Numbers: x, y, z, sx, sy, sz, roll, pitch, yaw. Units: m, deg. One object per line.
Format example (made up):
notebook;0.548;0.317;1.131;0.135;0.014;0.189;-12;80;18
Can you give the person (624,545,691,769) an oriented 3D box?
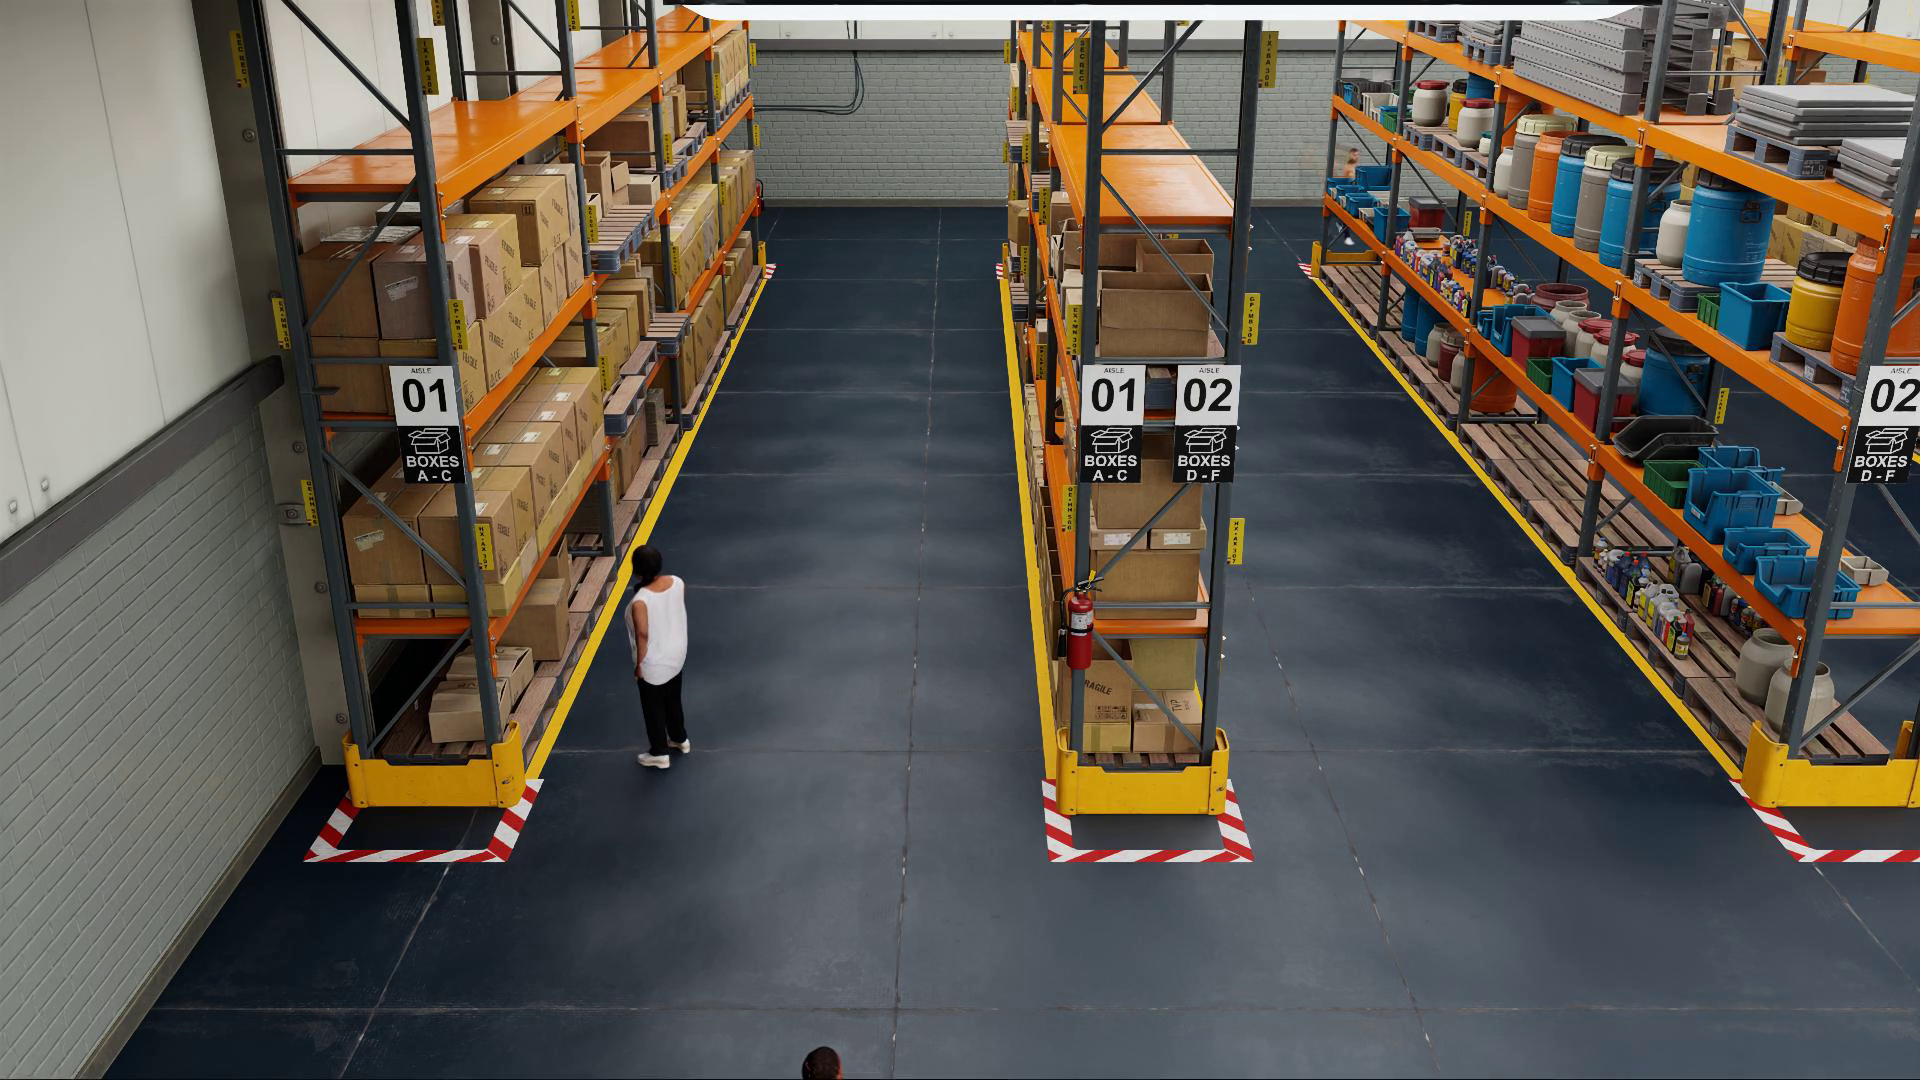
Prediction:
person;-2.189;0.818;11.964;0.822;1.688;0.721;13;26;29

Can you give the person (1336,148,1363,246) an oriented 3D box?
person;6.641;-5.886;28.448;0.789;1.617;0.914;-11;25;-24
